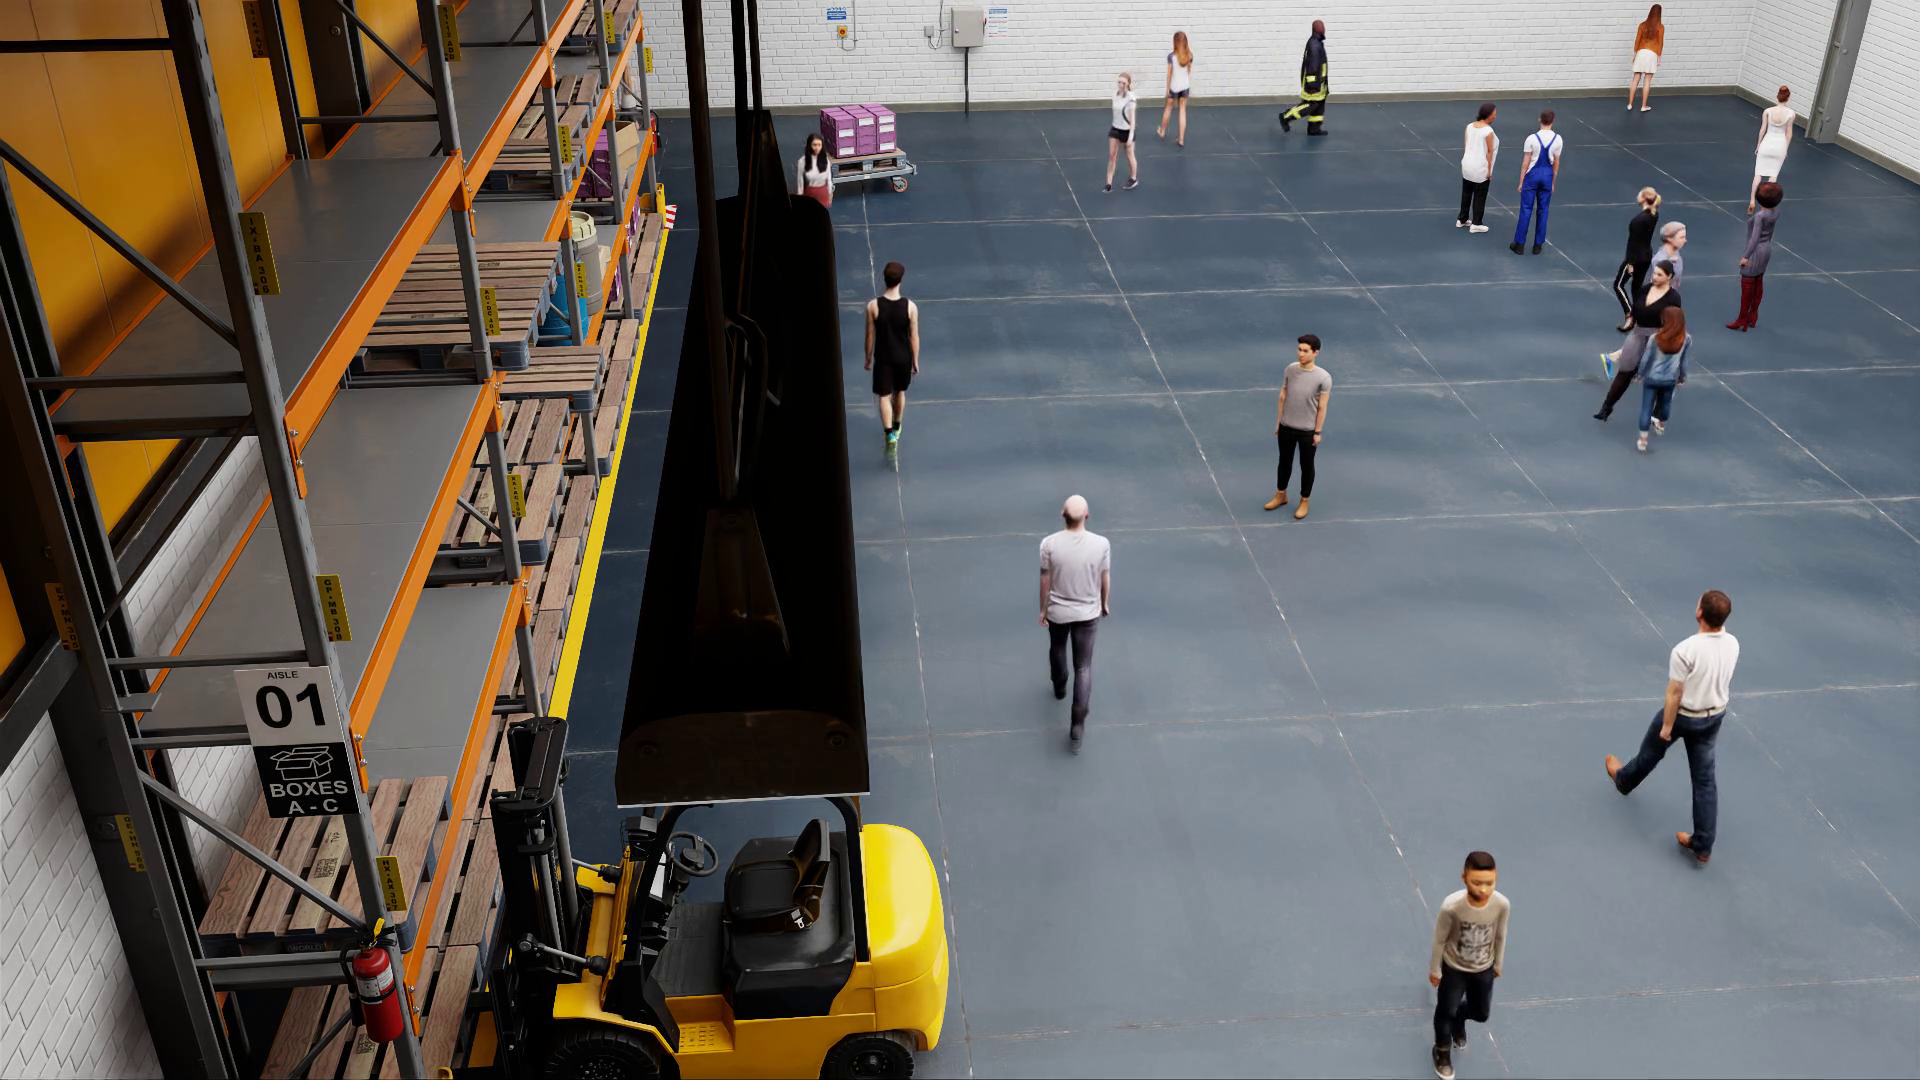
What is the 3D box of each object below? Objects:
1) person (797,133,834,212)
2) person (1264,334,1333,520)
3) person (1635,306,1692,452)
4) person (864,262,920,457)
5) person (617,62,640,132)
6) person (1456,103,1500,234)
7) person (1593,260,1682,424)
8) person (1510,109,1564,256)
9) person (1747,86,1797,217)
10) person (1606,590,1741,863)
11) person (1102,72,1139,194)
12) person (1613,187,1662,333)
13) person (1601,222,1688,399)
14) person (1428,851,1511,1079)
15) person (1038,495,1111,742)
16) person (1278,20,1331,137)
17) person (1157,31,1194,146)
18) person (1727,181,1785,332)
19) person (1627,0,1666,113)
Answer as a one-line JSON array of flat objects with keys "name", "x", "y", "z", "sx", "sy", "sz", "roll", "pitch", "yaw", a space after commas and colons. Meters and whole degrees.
[{"name": "person", "x": -1.813, "y": -4.179, "z": 20.623, "sx": 0.653, "sy": 1.732, "sz": 0.973, "roll": -6, "pitch": 29, "yaw": -10}, {"name": "person", "x": 3.049, "y": -1.042, "z": 14.881, "sx": 0.682, "sy": 1.724, "sz": 0.730, "roll": 20, "pitch": 34, "yaw": 32}, {"name": "person", "x": 6.751, "y": -1.537, "z": 16.075, "sx": 0.687, "sy": 1.451, "sz": 0.866, "roll": 7, "pitch": 29, "yaw": 13}, {"name": "person", "x": -0.659, "y": -1.707, "z": 15.952, "sx": 0.678, "sy": 1.865, "sz": 1.083, "roll": -2, "pitch": 29, "yaw": -4}, {"name": "person", "x": -5.165, "y": -6.801, "z": 25.909, "sx": 0.585, "sy": 1.275, "sz": 0.624, "roll": -16, "pitch": 33, "yaw": -27}, {"name": "person", "x": 6.898, "y": -4.962, "z": 22.103, "sx": 0.793, "sy": 1.691, "sz": 0.663, "roll": -12, "pitch": 31, "yaw": -22}, {"name": "person", "x": 6.951, "y": -1.940, "z": 16.543, "sx": 1.014, "sy": 1.710, "sz": 1.138, "roll": -14, "pitch": 32, "yaw": -25}, {"name": "person", "x": 7.374, "y": -4.577, "z": 21.230, "sx": 0.665, "sy": 1.851, "sz": 0.624, "roll": 3, "pitch": 29, "yaw": 5}, {"name": "person", "x": 11.008, "y": -5.271, "z": 22.563, "sx": 0.629, "sy": 1.793, "sz": 0.658, "roll": 17, "pitch": 33, "yaw": 28}, {"name": "person", "x": 4.753, "y": 1.218, "z": 10.662, "sx": 0.741, "sy": 1.797, "sz": 1.278, "roll": -6, "pitch": 29, "yaw": -10}, {"name": "person", "x": 2.354, "y": -5.788, "z": 23.599, "sx": 1.004, "sy": 1.708, "sz": 1.102, "roll": 23, "pitch": 36, "yaw": 36}, {"name": "person", "x": 7.692, "y": -3.102, "z": 18.687, "sx": 0.724, "sy": 1.695, "sz": 0.748, "roll": -19, "pitch": 34, "yaw": -31}, {"name": "person", "x": 7.137, "y": -2.393, "z": 17.217, "sx": 1.072, "sy": 1.859, "sz": 1.092, "roll": 16, "pitch": 32, "yaw": 27}, {"name": "person", "x": 2.749, "y": 2.270, "z": 9.095, "sx": 0.571, "sy": 1.452, "sz": 0.631, "roll": -1, "pitch": 29, "yaw": -2}, {"name": "person", "x": 0.802, "y": 0.576, "z": 11.833, "sx": 0.777, "sy": 1.802, "sz": 1.244, "roll": 2, "pitch": 29, "yaw": 3}, {"name": "person", "x": 5.486, "y": -7.259, "z": 26.194, "sx": 0.998, "sy": 1.805, "sz": 1.087, "roll": 6, "pitch": 29, "yaw": 11}, {"name": "person", "x": 3.427, "y": -6.984, "z": 25.800, "sx": 0.687, "sy": 1.700, "sz": 0.963, "roll": -7, "pitch": 29, "yaw": -13}, {"name": "person", "x": 9.056, "y": -3.225, "z": 18.900, "sx": 0.668, "sy": 1.708, "sz": 0.677, "roll": -19, "pitch": 34, "yaw": -31}, {"name": "person", "x": 11.441, "y": -8.040, "z": 27.711, "sx": 0.707, "sy": 1.723, "sz": 0.760, "roll": 20, "pitch": 35, "yaw": 32}]
